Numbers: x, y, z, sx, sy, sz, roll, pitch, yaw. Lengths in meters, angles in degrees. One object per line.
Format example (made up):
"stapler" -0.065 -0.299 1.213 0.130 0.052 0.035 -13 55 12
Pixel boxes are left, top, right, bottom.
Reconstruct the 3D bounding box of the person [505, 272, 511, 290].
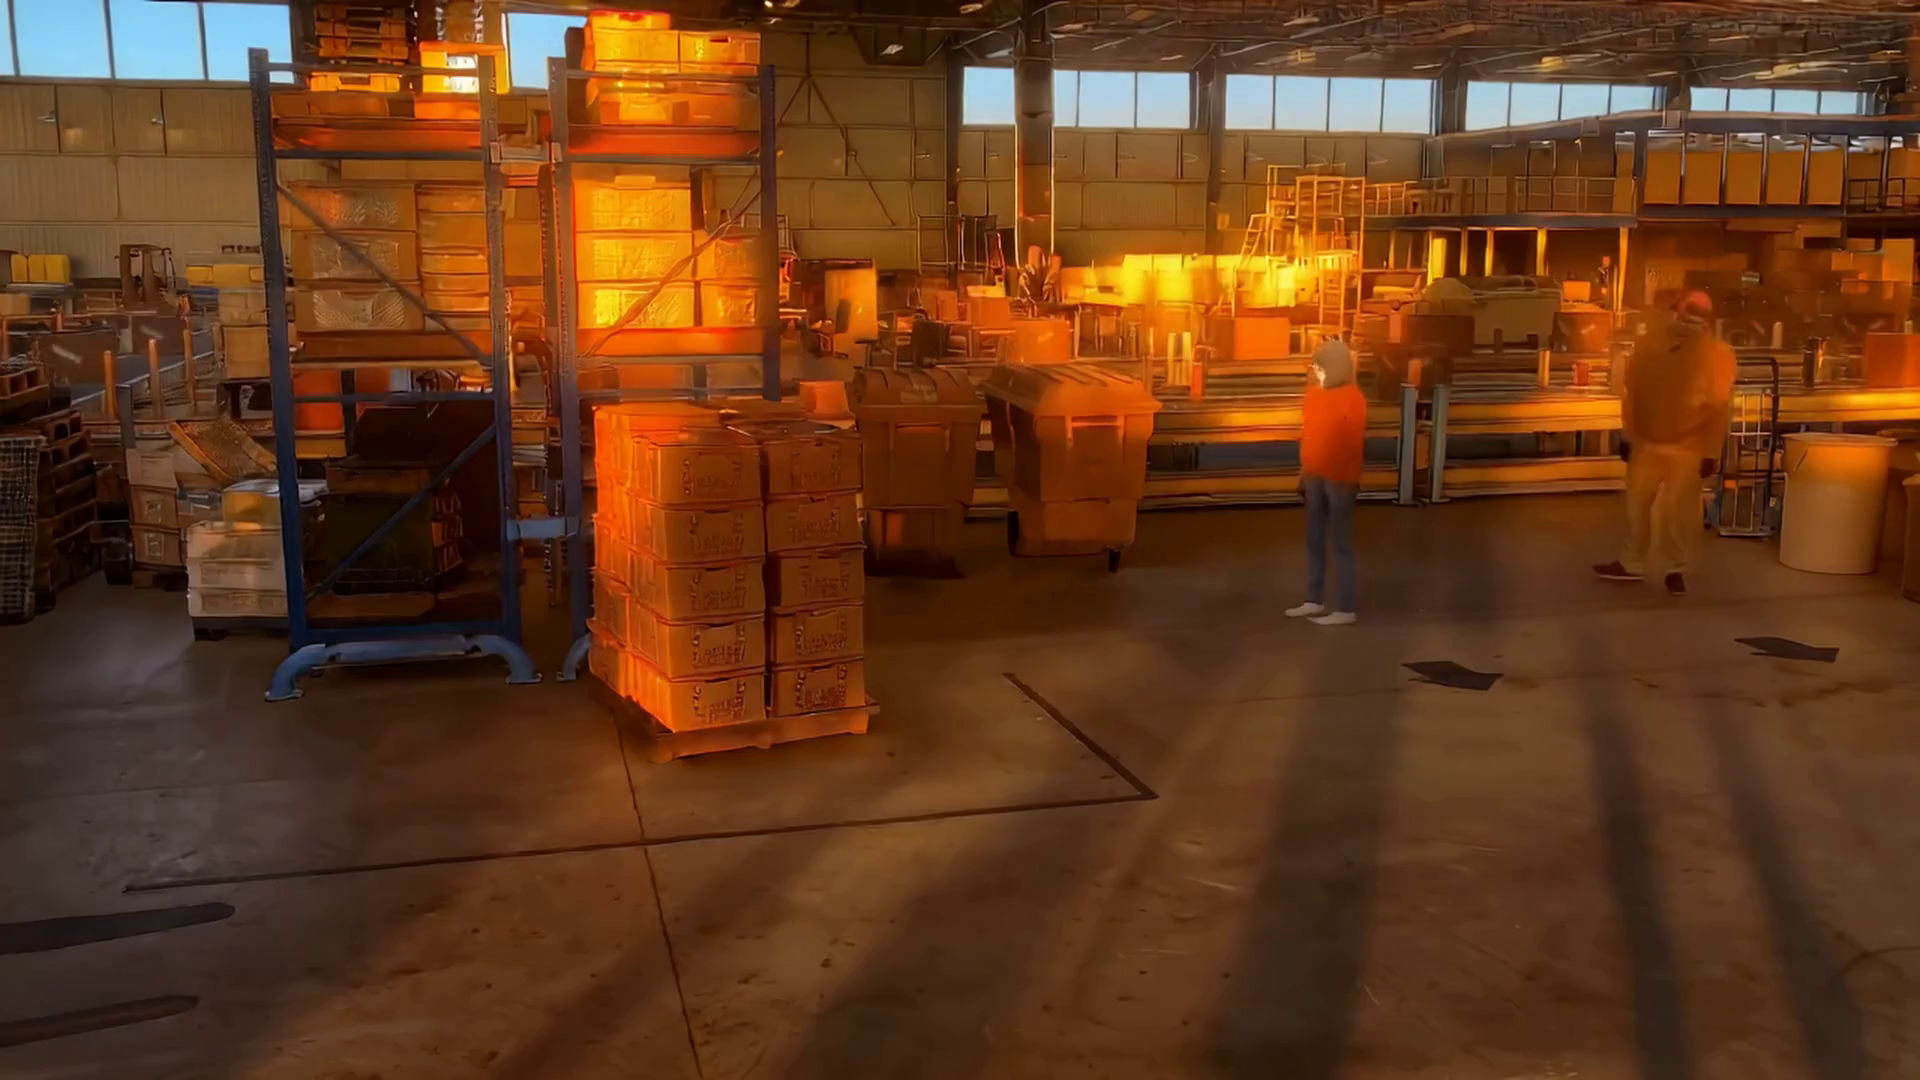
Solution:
"person" -11.858 -6.379 42.847 0.664 1.893 0.479 9 14 42

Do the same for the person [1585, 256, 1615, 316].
"person" 19.522 -7.730 50.639 0.828 1.857 0.579 9 14 43

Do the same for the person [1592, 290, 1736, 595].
"person" 4.334 -0.597 10.208 0.474 1.870 0.752 -9 14 -42

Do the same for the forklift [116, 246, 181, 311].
"forklift" -19.966 -6.232 40.894 1.157 1.987 2.680 -3 10 -15

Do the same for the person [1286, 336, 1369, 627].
"person" 2.087 -0.331 9.366 0.275 1.629 0.509 -5 11 -26

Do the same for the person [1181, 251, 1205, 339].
"person" 5.516 -5.631 38.273 0.736 2.024 0.624 5 11 24

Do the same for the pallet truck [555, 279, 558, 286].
"pallet truck" -10.604 -6.375 44.520 0.653 1.274 1.630 -3 10 -15

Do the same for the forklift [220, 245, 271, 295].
"forklift" -17.749 -6.334 41.440 1.157 1.987 2.680 -3 10 -17
